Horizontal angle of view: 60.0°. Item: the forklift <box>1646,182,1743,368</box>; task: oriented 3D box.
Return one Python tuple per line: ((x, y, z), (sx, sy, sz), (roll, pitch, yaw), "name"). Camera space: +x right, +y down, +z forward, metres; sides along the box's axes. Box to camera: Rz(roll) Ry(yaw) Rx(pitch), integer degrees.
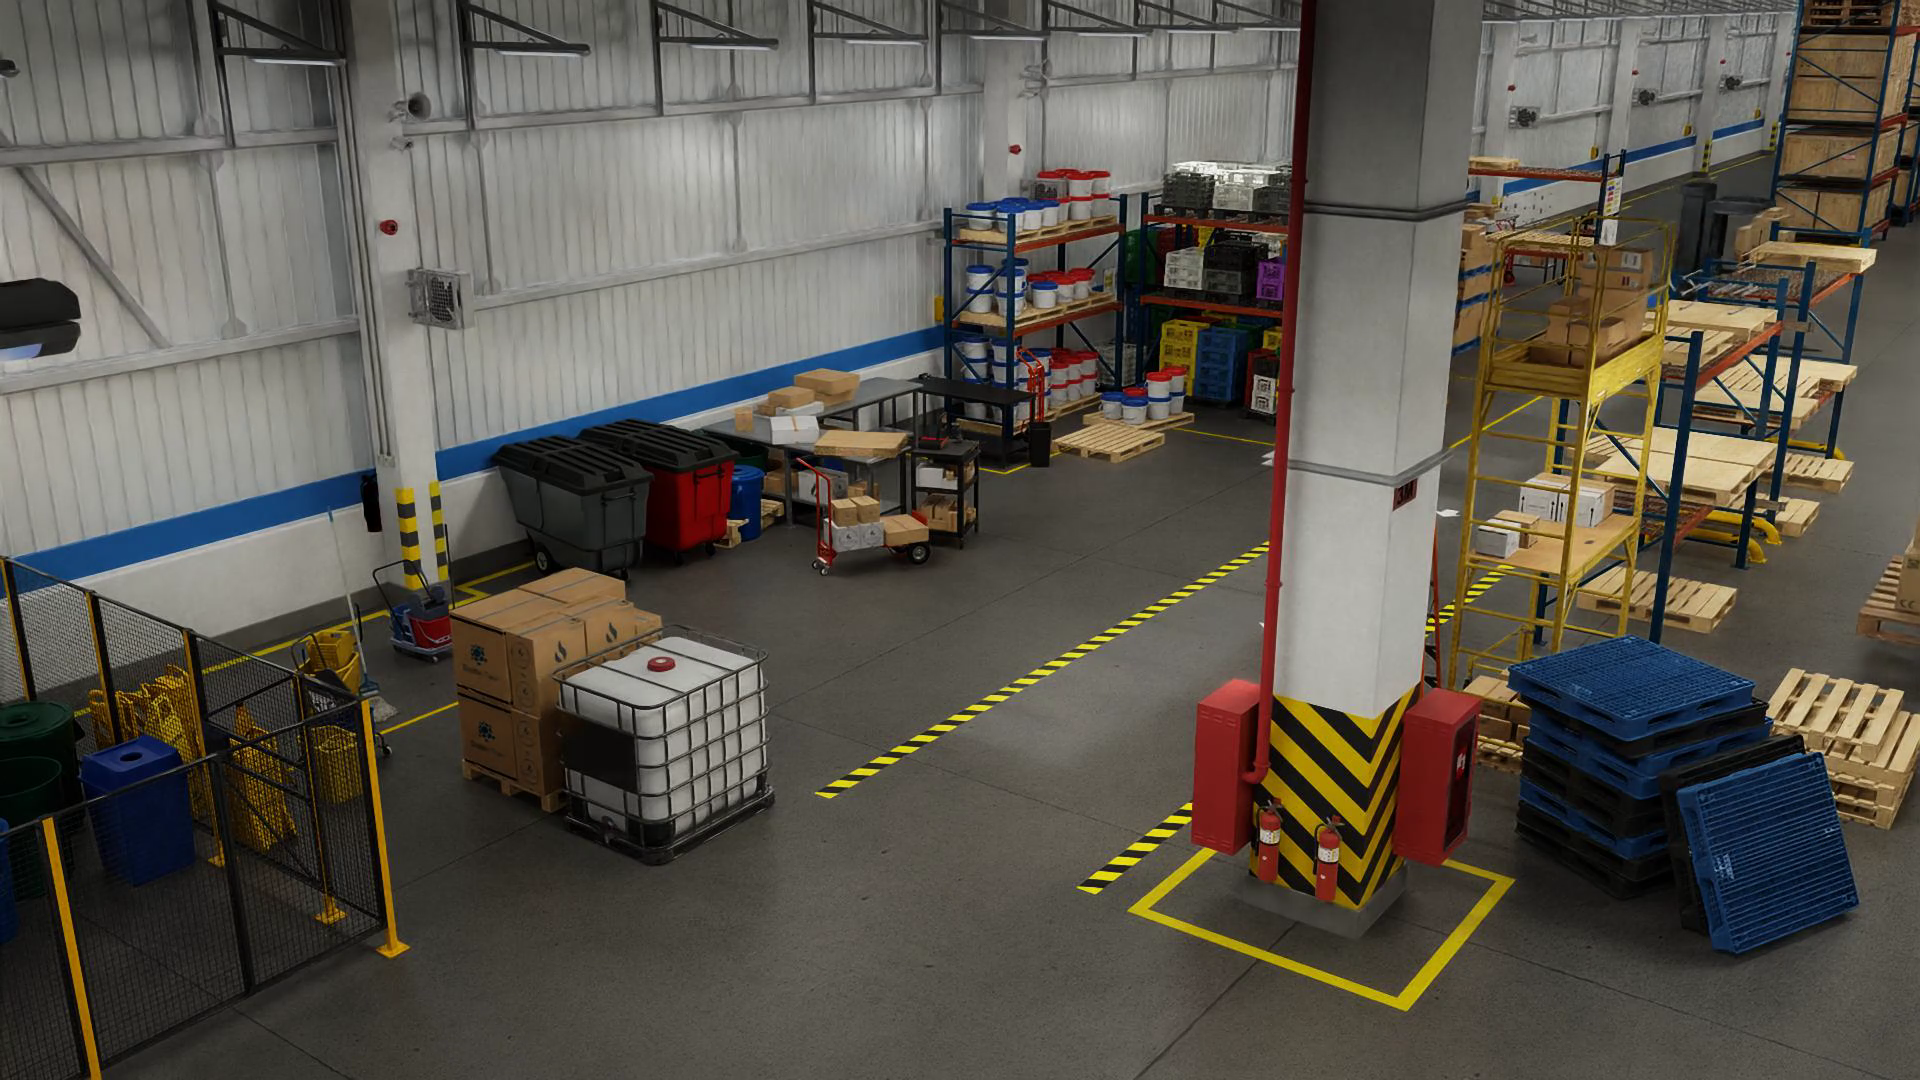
((11.774, -4.337, 26.894), (1.873, 2.768, 1.129), (13, 22, 34), "forklift")
